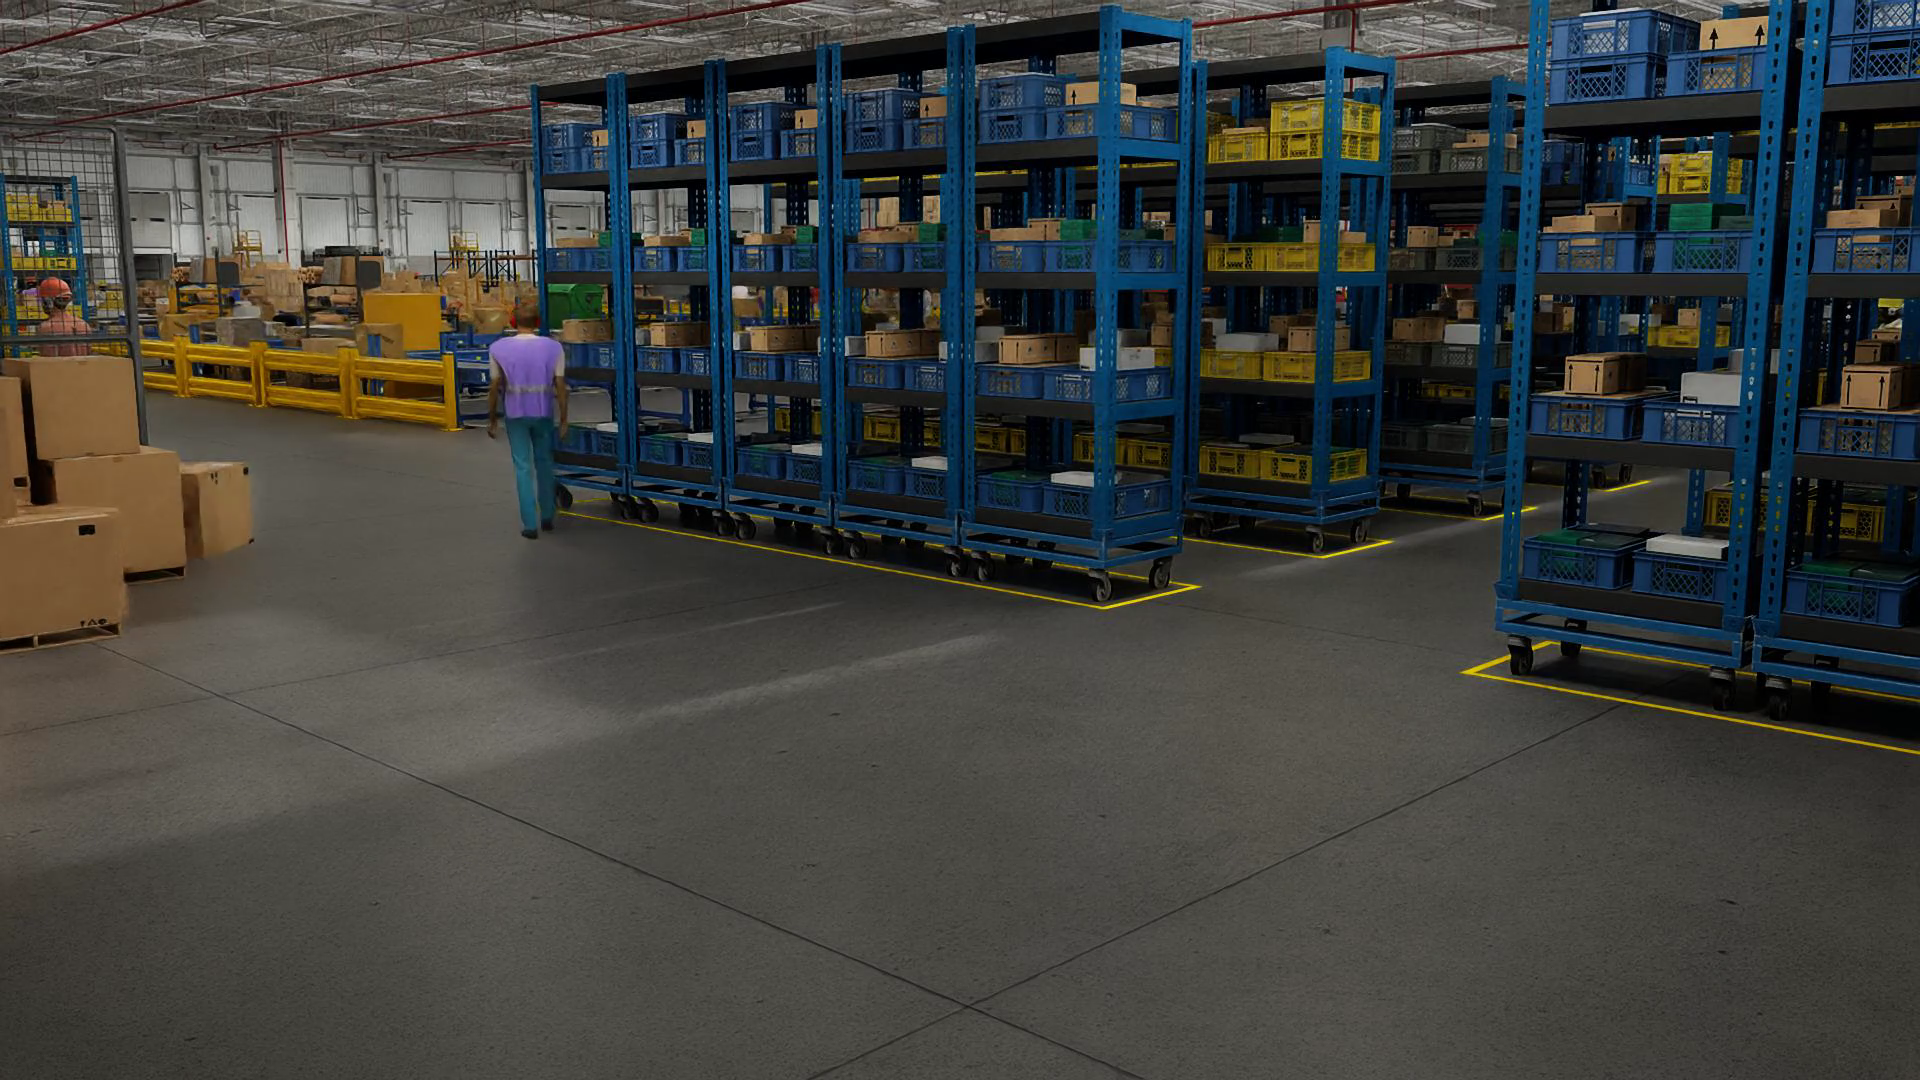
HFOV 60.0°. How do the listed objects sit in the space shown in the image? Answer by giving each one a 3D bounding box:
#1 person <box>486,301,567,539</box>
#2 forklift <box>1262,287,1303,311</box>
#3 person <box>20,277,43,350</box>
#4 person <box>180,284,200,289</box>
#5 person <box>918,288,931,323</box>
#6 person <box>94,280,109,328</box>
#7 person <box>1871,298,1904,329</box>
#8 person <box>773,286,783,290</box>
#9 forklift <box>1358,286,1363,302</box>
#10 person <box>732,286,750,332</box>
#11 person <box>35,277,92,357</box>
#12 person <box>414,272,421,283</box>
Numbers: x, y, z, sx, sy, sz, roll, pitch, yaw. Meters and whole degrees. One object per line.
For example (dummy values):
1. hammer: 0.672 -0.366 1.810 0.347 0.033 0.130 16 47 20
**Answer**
1. person: -3.384 -0.940 12.947 0.588 1.815 0.766 -4 10 -25
2. forklift: 10.769 -8.203 54.240 1.129 2.768 1.873 8 12 42
3. person: -21.113 -5.074 37.944 0.547 1.934 0.376 -9 13 -43
4. person: -21.964 -6.659 47.580 0.619 1.966 0.858 3 10 16
5. person: -0.936 -5.639 41.779 0.403 1.816 0.605 -5 10 -26
6. person: -24.653 -6.606 47.945 0.322 1.738 0.488 9 13 42
7. person: 9.844 -1.723 17.717 0.404 1.829 0.600 2 9 9
8. person: -8.161 -10.905 74.637 0.524 1.621 0.613 3 10 17
9. forklift: 11.100 -7.017 46.970 1.873 2.768 1.129 9 13 43
10. person: -6.300 -6.585 47.437 0.658 1.872 0.936 -8 12 -39
11. person: -7.796 -1.279 14.492 0.379 1.996 0.608 1 9 9
12. person: -23.787 -10.763 72.802 0.351 1.942 0.547 -9 13 -44
